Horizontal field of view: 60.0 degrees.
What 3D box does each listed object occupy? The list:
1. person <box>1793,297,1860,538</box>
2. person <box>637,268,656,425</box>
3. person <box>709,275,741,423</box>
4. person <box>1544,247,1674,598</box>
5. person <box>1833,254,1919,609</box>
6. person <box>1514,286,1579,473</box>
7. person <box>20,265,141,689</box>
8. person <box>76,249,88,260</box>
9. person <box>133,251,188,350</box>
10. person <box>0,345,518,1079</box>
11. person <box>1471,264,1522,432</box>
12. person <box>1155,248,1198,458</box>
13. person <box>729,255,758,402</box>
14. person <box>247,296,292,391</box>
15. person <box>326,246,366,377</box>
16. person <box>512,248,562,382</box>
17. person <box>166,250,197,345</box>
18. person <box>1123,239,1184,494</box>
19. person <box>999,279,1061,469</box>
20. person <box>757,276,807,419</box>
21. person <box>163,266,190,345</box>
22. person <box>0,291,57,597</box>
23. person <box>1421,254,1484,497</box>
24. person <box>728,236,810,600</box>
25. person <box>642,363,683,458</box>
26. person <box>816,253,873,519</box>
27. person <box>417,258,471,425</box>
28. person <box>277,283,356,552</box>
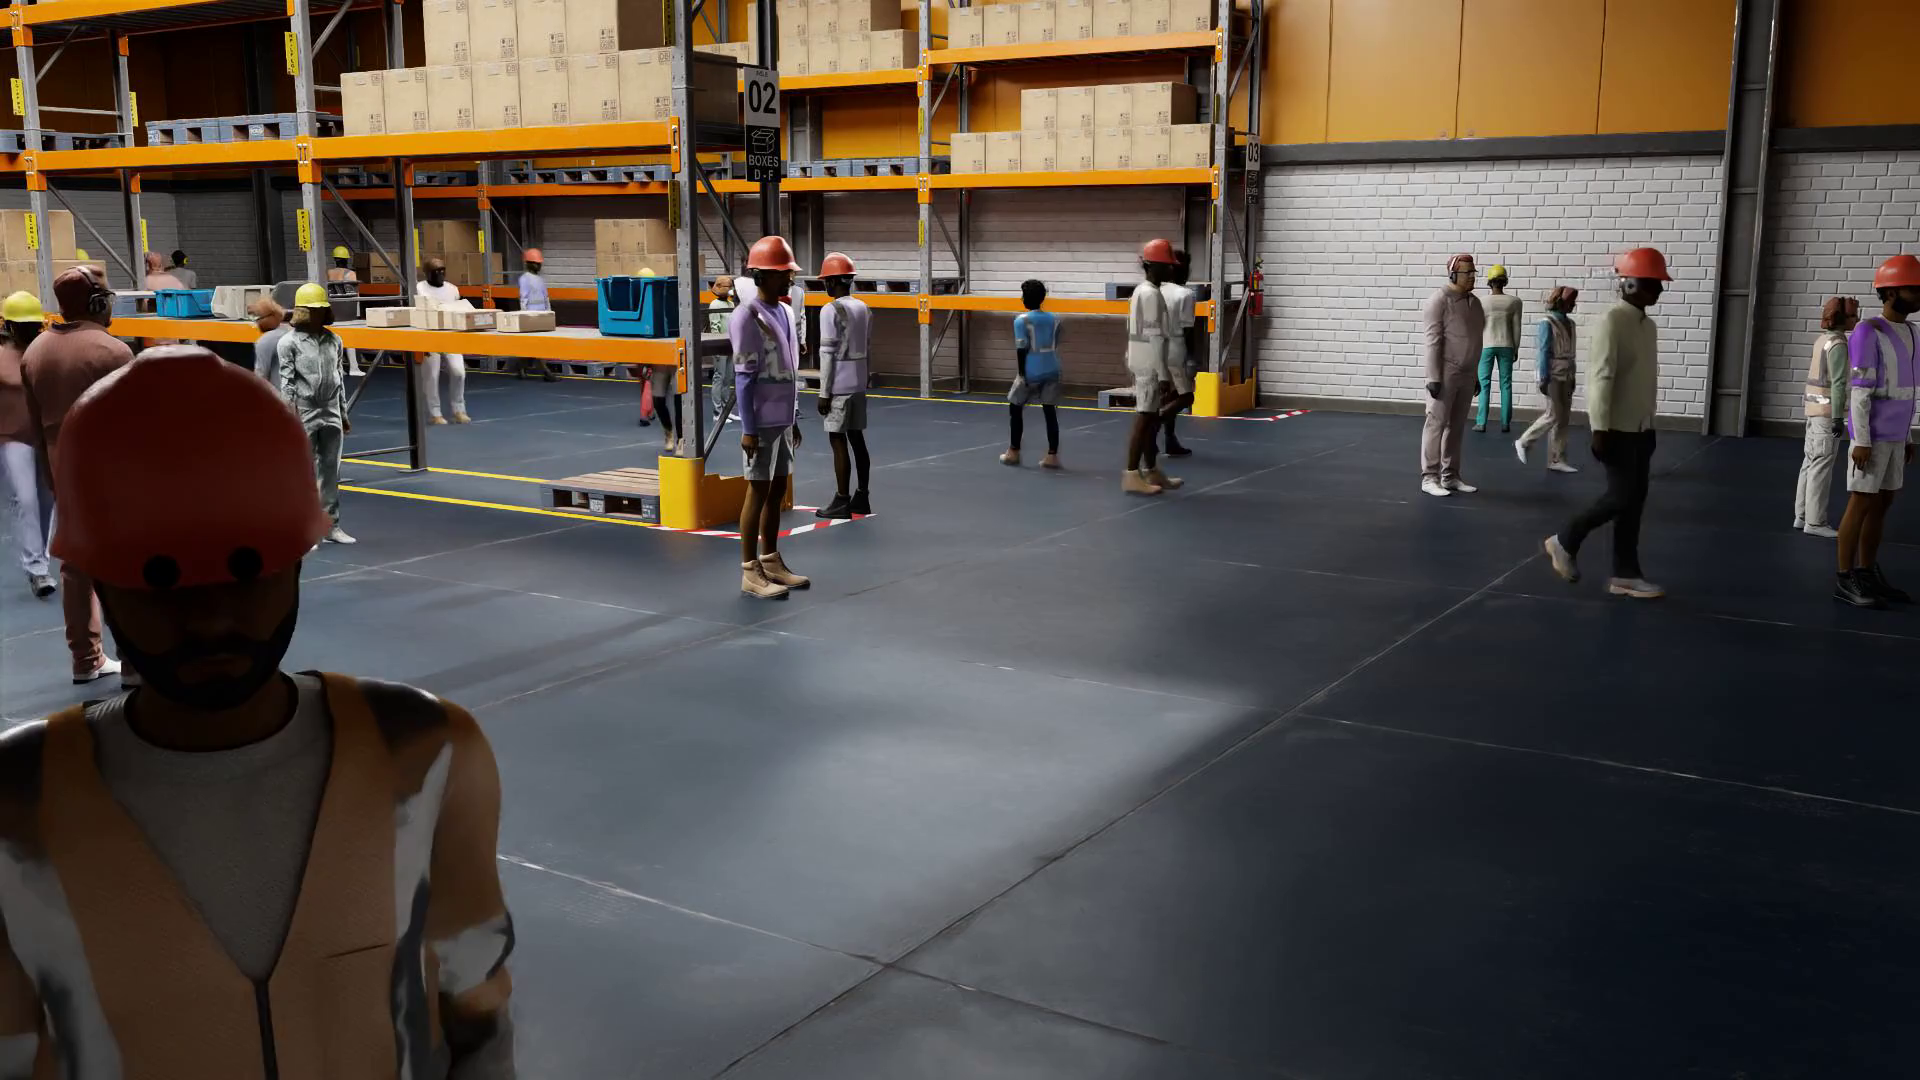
[{"bbox_3d":[5.958,-0.843,11.412,0.311,1.638,0.522,3,11,14],"label":"person"},{"bbox_3d":[-3.462,-2.137,18.369,0.507,1.722,0.873,2,10,9],"label":"person"},{"bbox_3d":[-2.615,-2.121,18.511,0.280,1.632,0.504,3,11,17],"label":"person"},{"bbox_3d":[3.743,-0.660,9.436,0.640,1.979,0.573,-10,14,-42],"label":"person"},{"bbox_3d":[5.117,-0.594,9.198,0.545,1.942,0.353,-7,12,-34],"label":"person"},{"bbox_3d":[5.175,-1.399,14.503,0.537,1.624,0.467,-9,13,-40],"label":"person"},{"bbox_3d":[-3.877,-0.279,7.536,0.638,1.913,0.409,4,11,21],"label":"person"},{"bbox_3d":[-11.148,-2.740,21.175,0.649,1.905,0.600,9,13,40],"label":"person"},{"bbox_3d":[-9.262,-2.388,19.289,0.459,1.894,0.659,4,11,19],"label":"person"},{"bbox_3d":[-0.687,0.773,1.649,0.552,1.934,0.370,-7,12,-34],"label":"person"},{"bbox_3d":[5.634,-2.010,17.525,0.524,1.770,0.314,1,10,3],"label":"person"},{"bbox_3d":[1.912,-1.698,15.292,0.605,1.945,0.630,-5,11,-26],"label":"person"},{"bbox_3d":[-2.516,-2.579,20.370,0.598,1.885,0.907,-9,14,-41],"label":"person"},{"bbox_3d":[-5.178,-1.053,12.672,0.316,1.613,0.599,2,10,10],"label":"person"},{"bbox_3d":[-9.170,-3.392,24.737,0.584,1.928,0.373,3,11,16],"label":"person"},{"bbox_3d":[-6.097,-3.214,23.795,0.783,1.920,0.568,3,11,15],"label":"person"},{"bbox_3d":[-12.396,-3.678,26.493,0.539,1.869,0.326,-2,10,-10],"label":"person"},{"bbox_3d":[1.575,-1.362,13.304,0.670,2.037,0.642,-1,10,-3],"label":"person"},{"bbox_3d":[0.634,-1.478,14.843,0.539,1.673,0.724,-7,12,-33],"label":"person"},{"bbox_3d":[-2.002,-2.272,18.787,0.599,1.835,0.404,-5,11,-27],"label":"person"},{"bbox_3d":[-12.581,-3.588,26.735,0.840,1.595,0.586,6,12,32],"label":"person"},{"bbox_3d":[-5.238,-0.539,9.482,0.859,1.722,0.545,8,13,39],"label":"person"},{"bbox_3d":[3.951,-1.309,13.254,0.640,1.910,0.401,-8,13,-36],"label":"person"},{"bbox_3d":[-1.056,-0.691,9.453,0.383,2.041,0.616,4,11,19],"label":"person"},{"bbox_3d":[-2.703,-1.627,15.641,0.540,1.677,0.684,1,10,3],"label":"person"},{"bbox_3d":[-0.868,-1.121,12.154,0.382,1.932,0.541,6,12,30],"label":"person"},{"bbox_3d":[-5.650,-2.139,18.108,0.635,1.821,0.599,-9,14,-41],"label":"person"},{"bbox_3d":[-4.212,-0.806,10.920,0.321,1.742,0.492,6,12,30],"label":"person"}]
